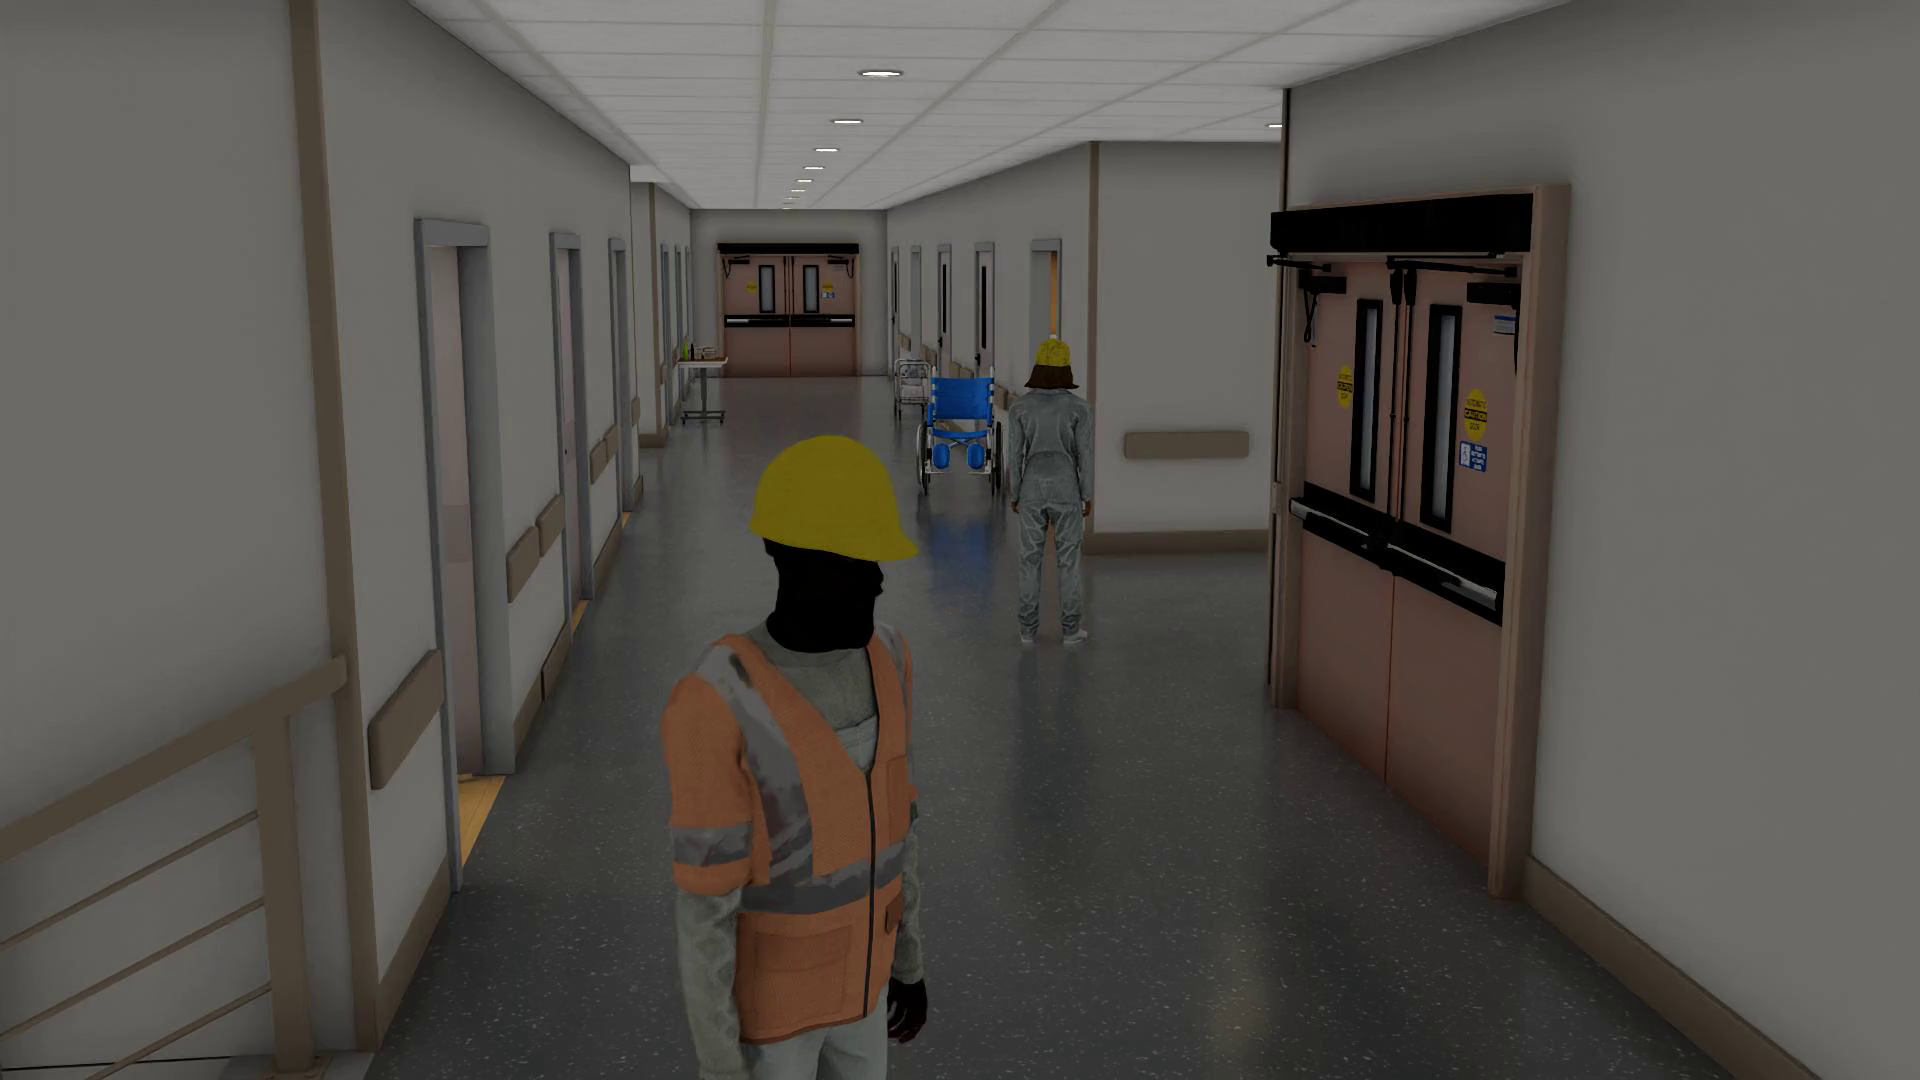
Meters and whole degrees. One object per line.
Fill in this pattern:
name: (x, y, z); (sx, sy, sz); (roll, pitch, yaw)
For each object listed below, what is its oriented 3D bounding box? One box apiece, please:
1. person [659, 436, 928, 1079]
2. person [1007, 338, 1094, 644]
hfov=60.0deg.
person: (-0.247, 0.771, 2.908); (0.398, 1.920, 0.586); (7, 12, 34)
person: (0.520, -0.272, 9.482); (0.491, 1.744, 0.295); (2, 10, 11)
